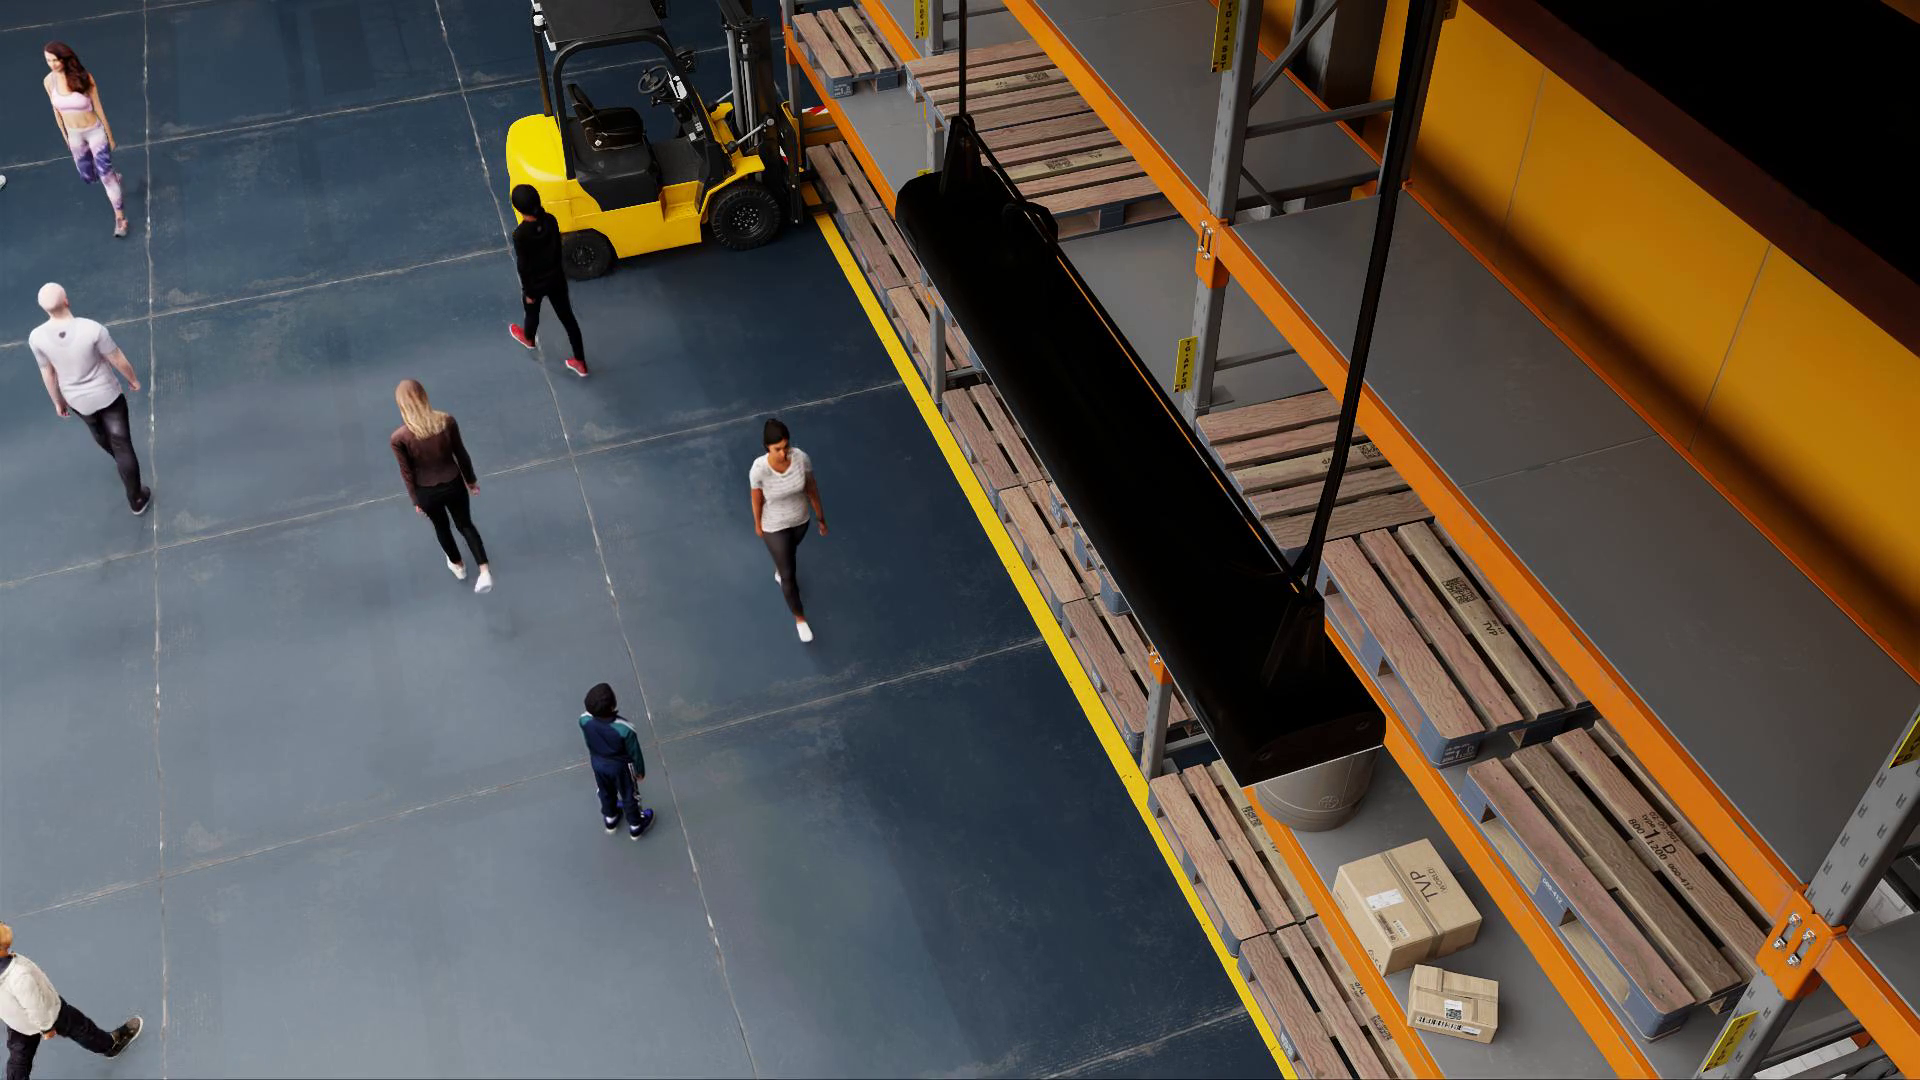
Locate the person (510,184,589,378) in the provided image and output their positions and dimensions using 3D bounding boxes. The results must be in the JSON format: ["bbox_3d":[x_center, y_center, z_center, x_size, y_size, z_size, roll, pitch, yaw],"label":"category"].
[{"bbox_3d":[-3.166,-1.976,12.906,1.162,1.636,0.939,32,52,29],"label":"person"}]

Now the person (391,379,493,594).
[{"bbox_3d":[-3.433,-0.269,11.091,0.757,1.667,0.983,-25,49,-24],"label":"person"}]

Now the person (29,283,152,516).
[{"bbox_3d":[-6.106,-0.948,11.708,0.800,1.800,1.124,-8,44,-9],"label":"person"}]

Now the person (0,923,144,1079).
[{"bbox_3d":[-4.785,2.427,8.435,0.966,1.427,1.025,18,47,18],"label":"person"}]

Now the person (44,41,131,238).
[{"bbox_3d":[-7.534,-3.529,14.450,0.722,1.753,0.951,-4,44,-4],"label":"person"}]

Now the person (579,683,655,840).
[{"bbox_3d":[-2.036,1.292,9.751,0.568,1.255,0.608,11,45,11],"label":"person"}]

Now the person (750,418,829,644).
[{"bbox_3d":[-1.190,-0.185,11.046,0.694,1.607,1.045,-22,48,-21],"label":"person"}]
